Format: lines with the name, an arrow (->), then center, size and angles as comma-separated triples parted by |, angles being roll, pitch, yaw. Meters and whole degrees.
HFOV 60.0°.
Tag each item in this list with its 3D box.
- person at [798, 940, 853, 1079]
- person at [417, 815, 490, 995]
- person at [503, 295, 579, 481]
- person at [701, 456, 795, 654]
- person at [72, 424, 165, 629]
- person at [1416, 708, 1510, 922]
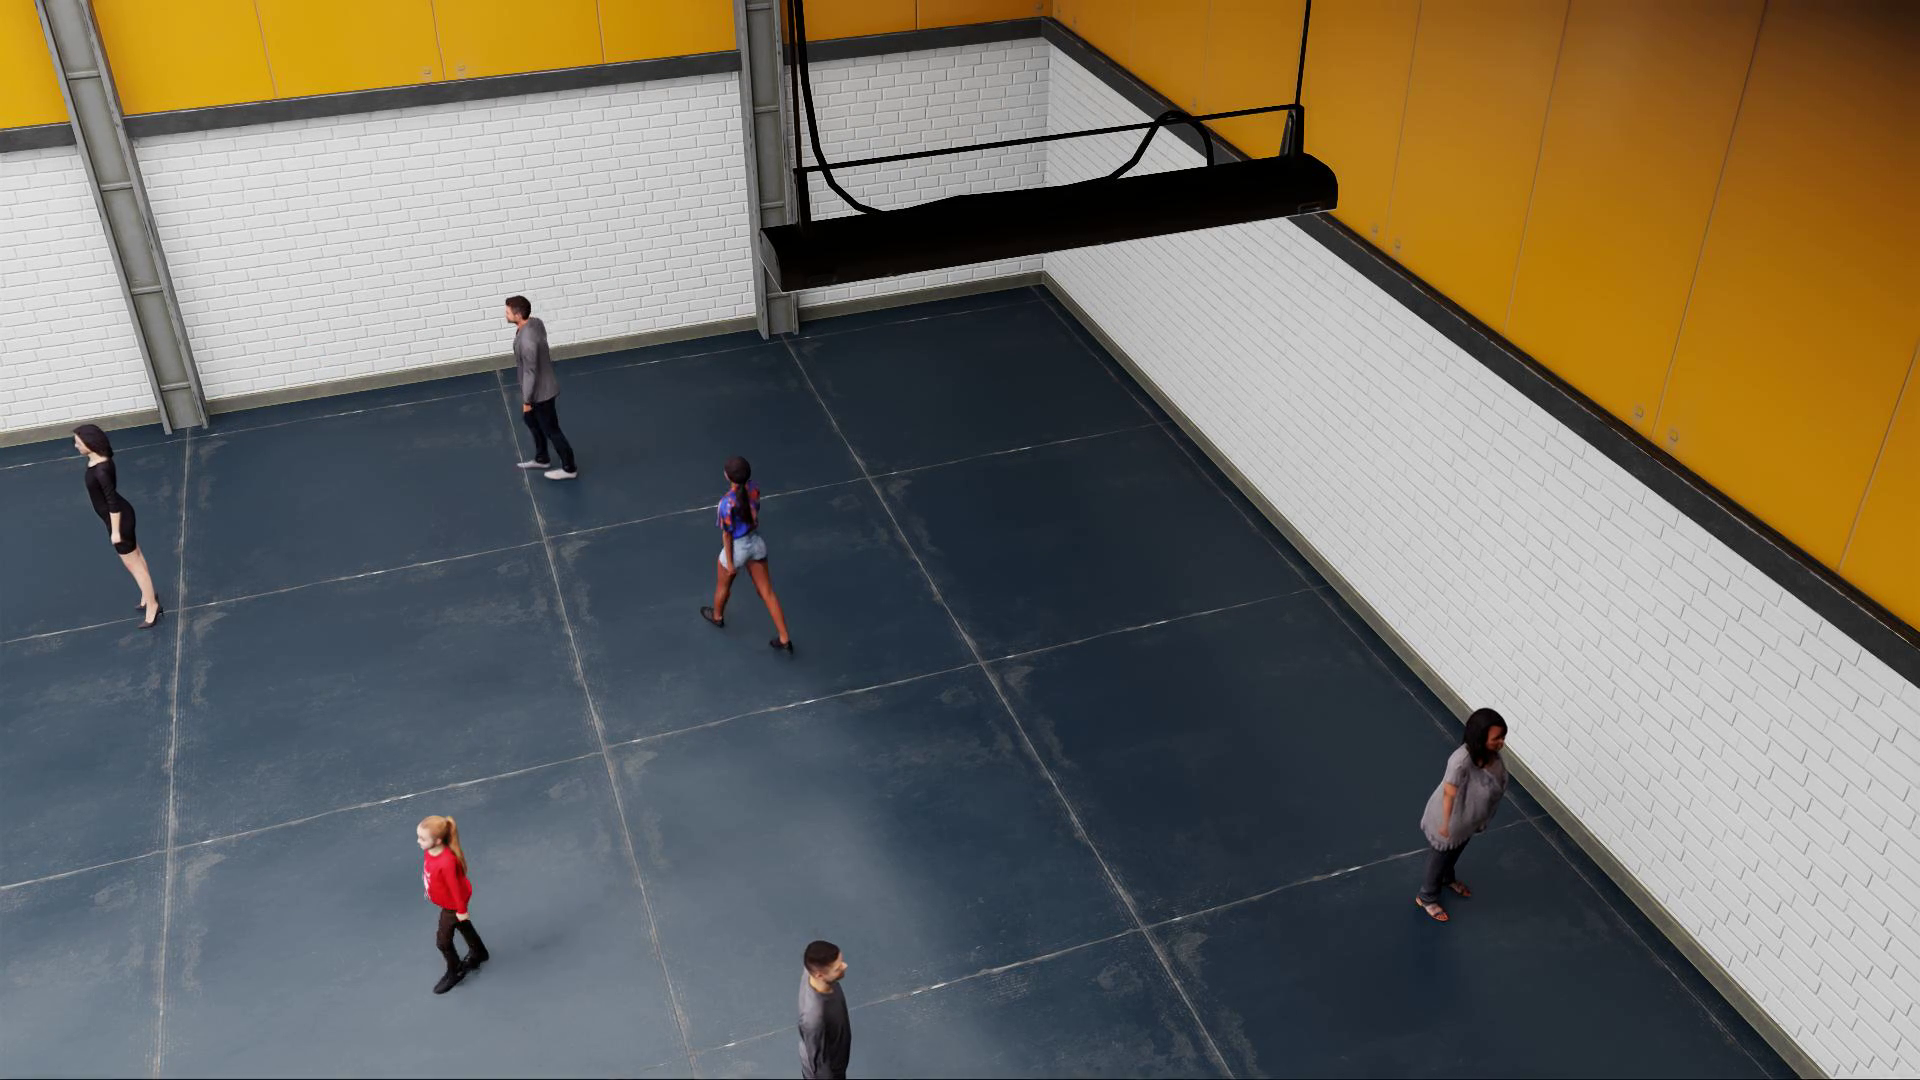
person -> -0.731, 2.778, 8.902 | 0.627, 1.761, 0.667 | -2, 34, -3
person -> -3.082, 2.179, 10.247 | 0.694, 1.270, 0.601 | -23, 40, -30
person -> -3.724, -1.378, 15.075 | 0.888, 1.850, 0.832 | -4, 34, -7
person -> -1.606, 0.151, 12.919 | 1.052, 1.690, 1.202 | 26, 41, 33
person -> -6.686, -0.127, 13.234 | 0.509, 1.805, 0.608 | -15, 37, -21
person -> 3.211, 1.705, 10.654 | 0.812, 1.609, 0.734 | 29, 43, 36
